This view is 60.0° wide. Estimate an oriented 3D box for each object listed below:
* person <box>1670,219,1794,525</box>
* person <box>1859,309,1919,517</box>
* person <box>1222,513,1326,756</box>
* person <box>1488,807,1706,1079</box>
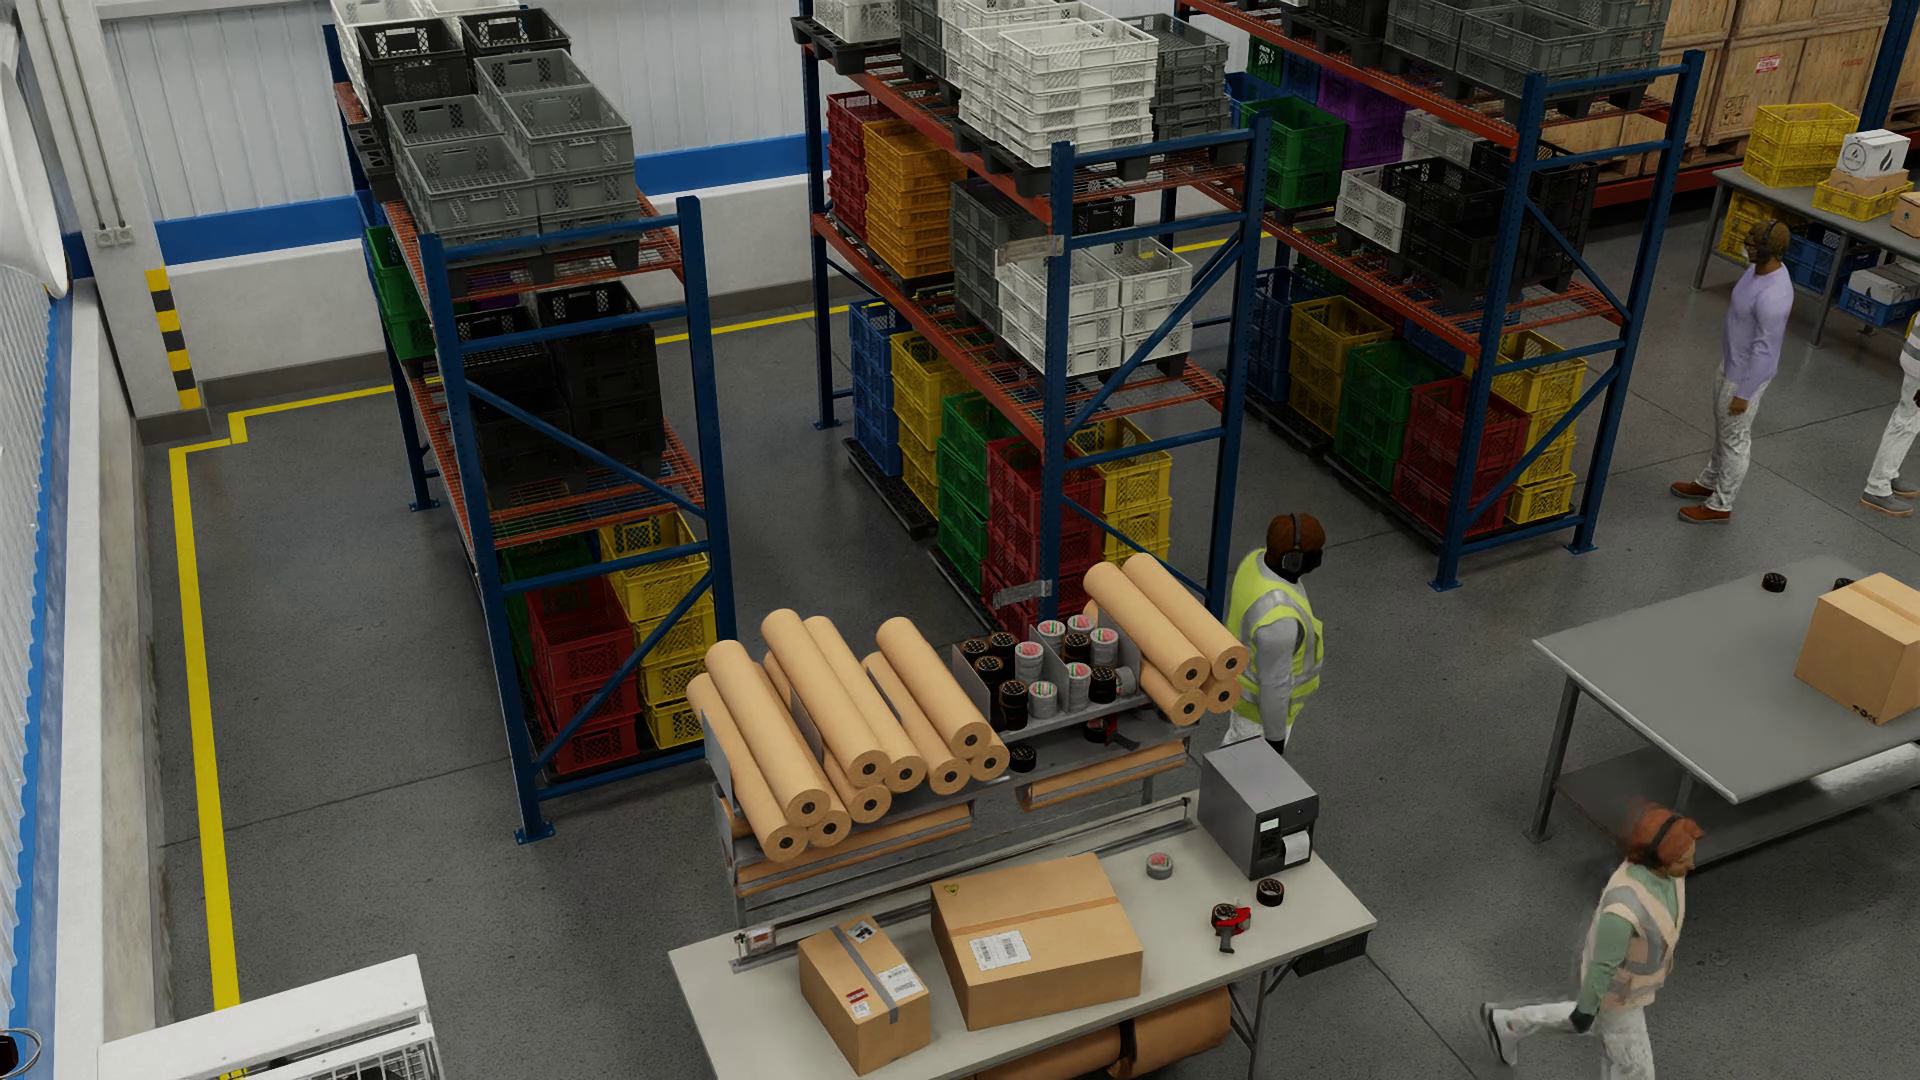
[{"bbox_3d":[4.684,-0.996,9.987,0.379,1.937,0.629,9,33,14],"label":"person"},{"bbox_3d":[5.910,-1.053,10.136,0.341,1.878,0.579,19,36,27],"label":"person"},{"bbox_3d":[1.363,0.684,7.359,0.430,1.837,0.629,0,32,0],"label":"person"},{"bbox_3d":[2.387,1.582,6.115,0.755,1.605,0.518,22,38,31],"label":"person"}]
